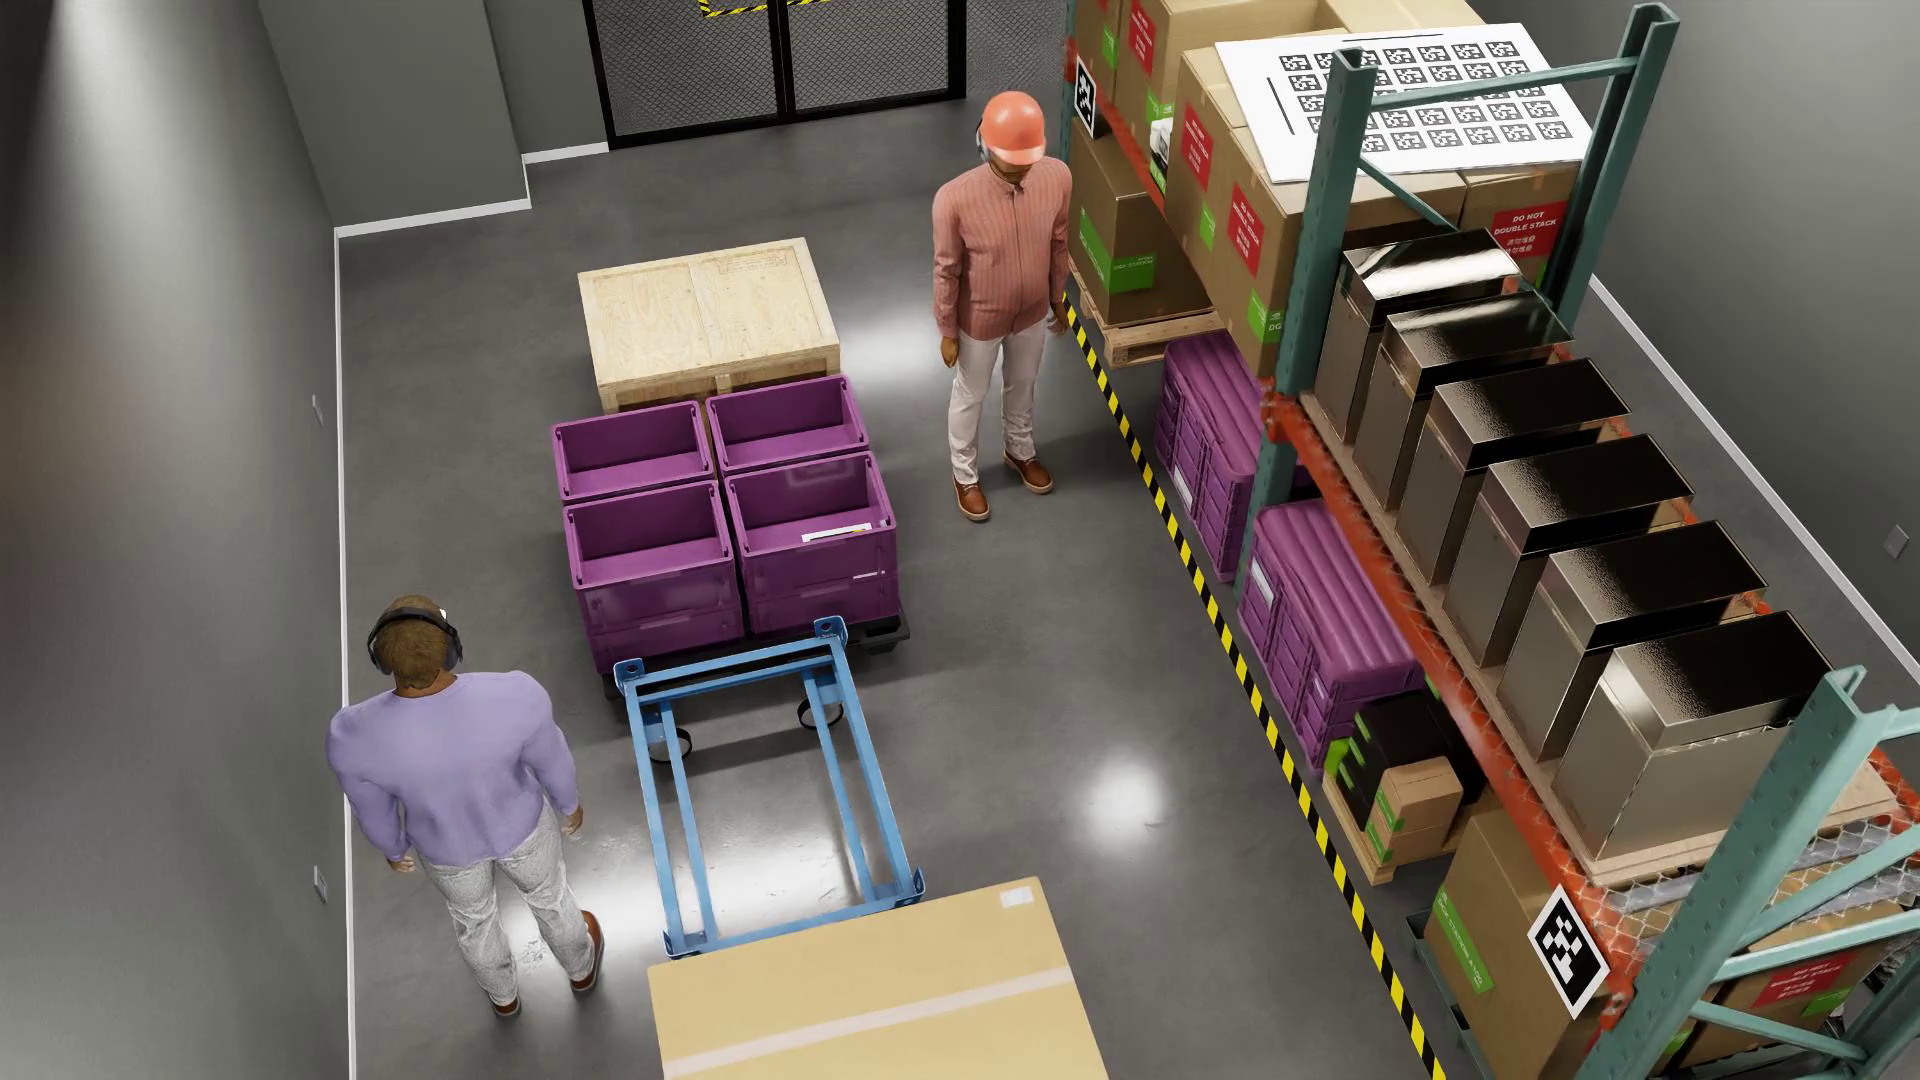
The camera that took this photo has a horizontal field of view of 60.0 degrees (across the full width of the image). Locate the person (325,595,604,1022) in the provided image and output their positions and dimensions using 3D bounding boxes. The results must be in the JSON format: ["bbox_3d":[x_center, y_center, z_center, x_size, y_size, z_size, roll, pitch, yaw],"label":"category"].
[{"bbox_3d":[-1.468,0.865,5.092,0.635,1.937,0.352,-13,49,-12],"label":"person"}]

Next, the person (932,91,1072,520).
[{"bbox_3d":[0.175,-0.927,6.701,0.611,1.993,0.378,-23,51,-19],"label":"person"}]

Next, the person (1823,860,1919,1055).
[{"bbox_3d":[3.079,0.992,5.045,0.590,1.836,0.404,-12,49,-11],"label":"person"}]
